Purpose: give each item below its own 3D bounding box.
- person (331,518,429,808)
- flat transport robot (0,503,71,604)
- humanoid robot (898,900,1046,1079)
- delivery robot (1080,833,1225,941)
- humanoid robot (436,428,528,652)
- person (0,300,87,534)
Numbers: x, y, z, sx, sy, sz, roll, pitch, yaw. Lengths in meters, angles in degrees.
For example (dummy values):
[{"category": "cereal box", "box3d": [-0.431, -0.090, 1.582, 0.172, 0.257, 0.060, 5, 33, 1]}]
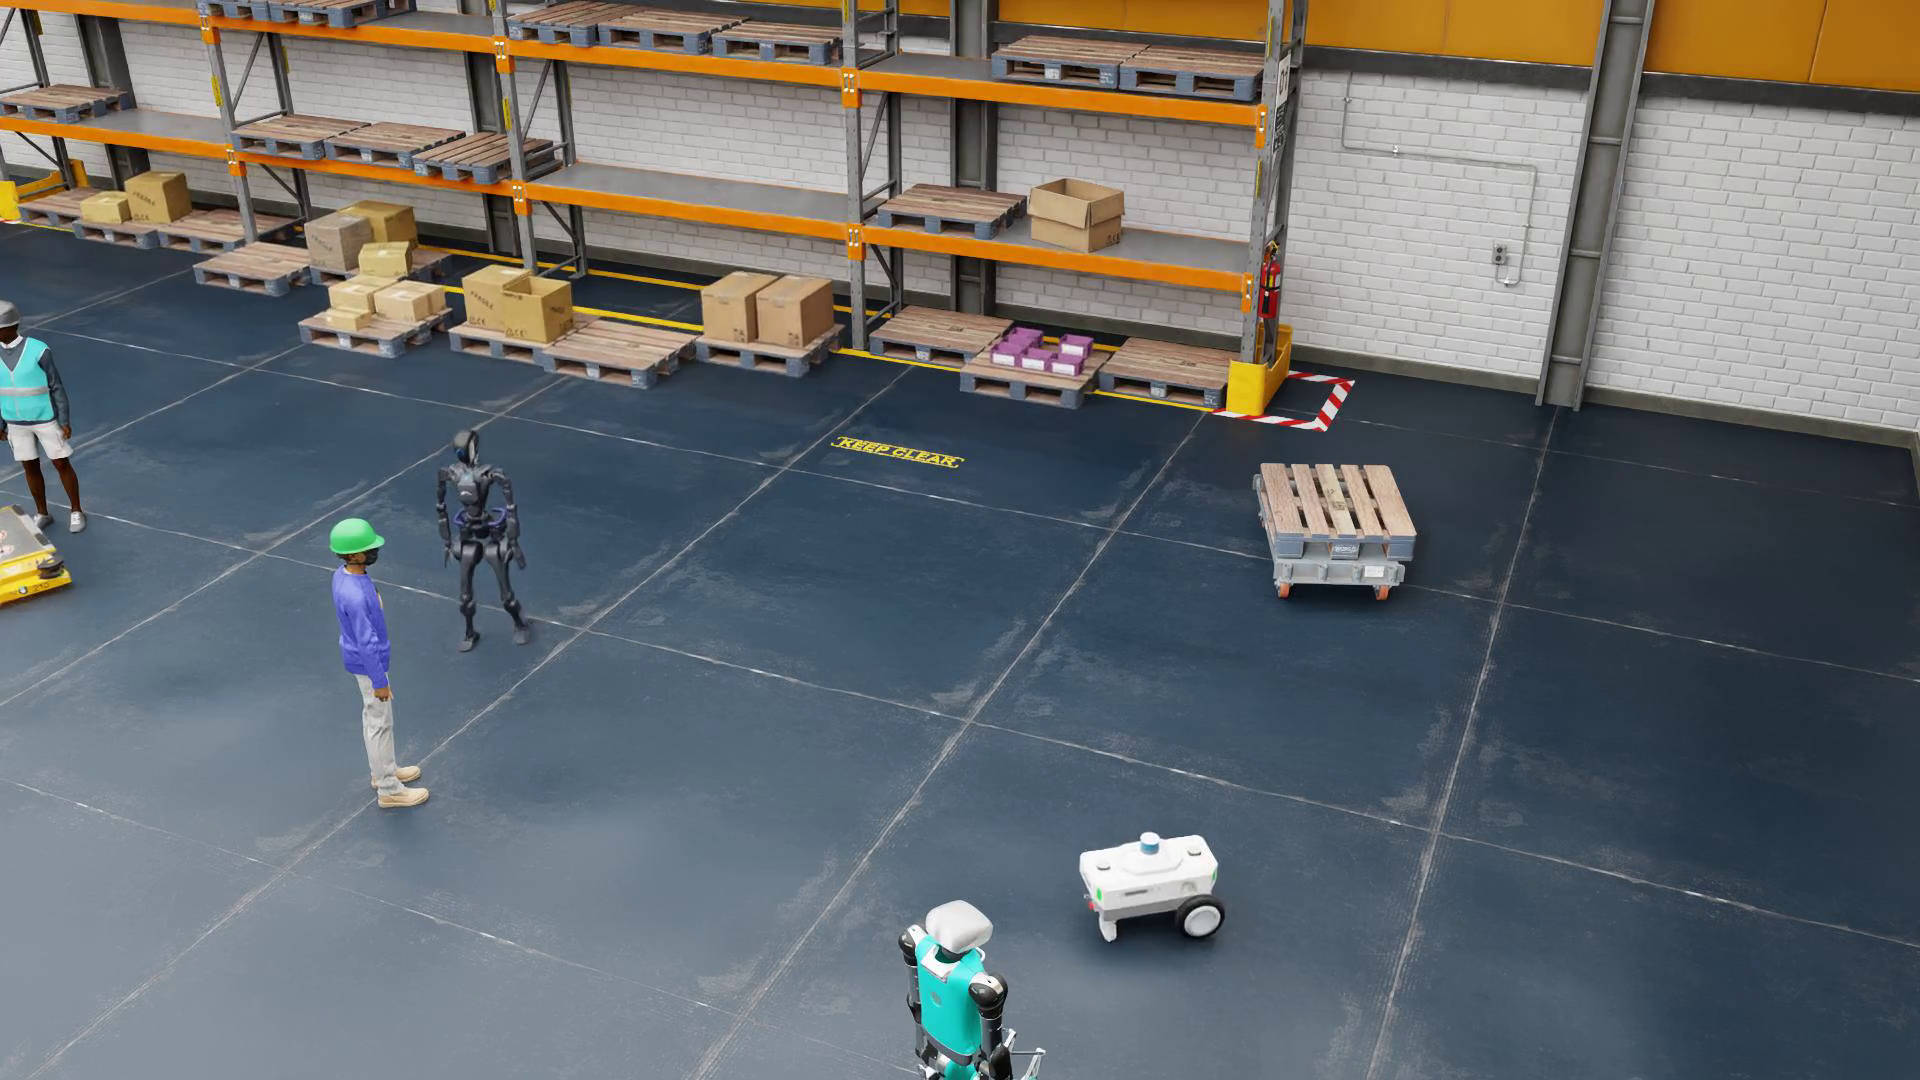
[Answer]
[{"category": "person", "box3d": [-3.446, 0.717, 9.795, 0.346, 1.871, 0.471, -12, 30, -22]}, {"category": "flat transport robot", "box3d": [-7.375, 0.102, 12.733, 0.659, 0.231, 1.431, -22, 34, -35]}, {"category": "humanoid robot", "box3d": [0.137, 2.134, 7.047, 0.533, 1.677, 0.735, 24, 36, 38]}, {"category": "delivery robot", "box3d": [1.045, 1.854, 9.038, 0.778, 0.607, 0.521, -6, 28, -12]}, {"category": "humanoid robot", "box3d": [-3.280, -0.009, 11.431, 0.587, 1.656, 0.387, 0, 27, 1]}, {"category": "person", "box3d": [-7.229, -0.960, 12.973, 0.558, 1.937, 0.428, -3, 27, -6]}]
